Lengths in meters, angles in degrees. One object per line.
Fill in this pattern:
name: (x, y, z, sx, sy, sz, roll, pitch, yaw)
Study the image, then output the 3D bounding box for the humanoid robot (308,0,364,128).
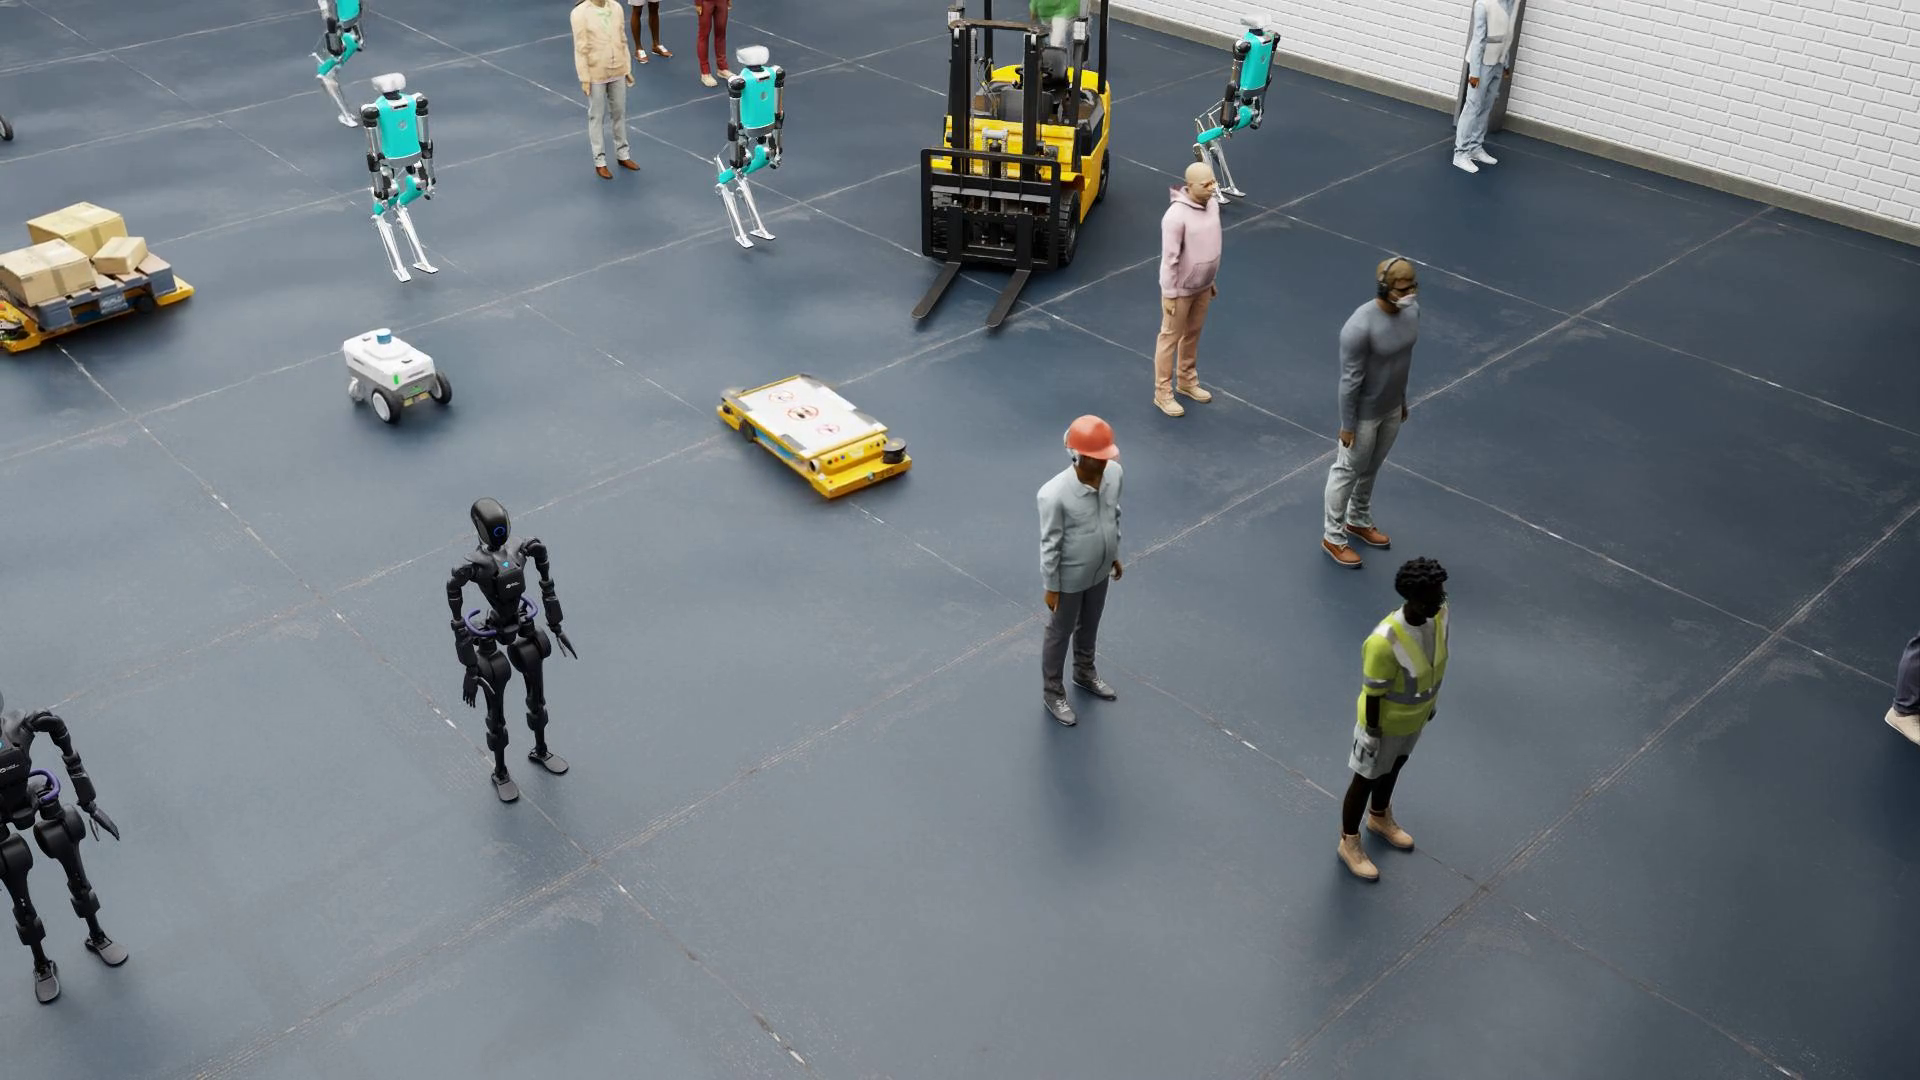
humanoid robot: (-6.183, -4.890, 16.366, 0.816, 1.800, 0.577, 7, 34, 10)

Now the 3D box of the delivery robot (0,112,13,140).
delivery robot: (-9.730, -4.163, 16.321, 0.778, 0.607, 0.523, 26, 41, 34)

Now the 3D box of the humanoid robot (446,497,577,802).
humanoid robot: (-2.179, 0.509, 8.087, 0.599, 1.657, 0.315, -27, 41, -35)

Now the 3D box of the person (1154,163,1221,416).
person: (1.560, -1.745, 11.466, 0.524, 1.783, 0.402, -27, 42, -35)

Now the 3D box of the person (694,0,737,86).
person: (-2.639, -5.735, 17.613, 0.468, 1.769, 0.378, -27, 42, -35)

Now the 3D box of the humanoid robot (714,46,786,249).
humanoid robot: (-1.798, -3.286, 13.755, 0.533, 1.677, 0.735, -27, 41, -35)

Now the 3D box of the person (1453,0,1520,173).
person: (4.903, -4.413, 15.442, 0.590, 1.922, 0.393, -27, 42, -35)

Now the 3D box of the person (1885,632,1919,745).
person: (5.120, 0.177, 8.437, 0.796, 1.867, 0.410, -27, 42, -35)

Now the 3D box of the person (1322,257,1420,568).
person: (2.441, -0.764, 9.819, 0.629, 1.939, 0.373, -27, 42, -35)

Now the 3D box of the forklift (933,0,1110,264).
forklift: (0.570, -3.725, 14.138, 1.214, 2.155, 2.313, 9, 34, 13)

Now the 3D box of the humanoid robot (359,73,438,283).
humanoid robot: (-4.493, -2.911, 13.179, 0.533, 1.677, 0.735, -27, 41, -35)

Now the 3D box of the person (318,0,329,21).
person: (-7.539, -7.139, 19.665, 0.573, 1.884, 0.356, -27, 42, -35)

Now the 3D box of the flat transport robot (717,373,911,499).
flat transport robot: (-1.012, -0.742, 11.313, 0.659, 0.231, 1.431, -23, 39, -31)

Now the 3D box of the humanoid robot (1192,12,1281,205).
humanoid robot: (2.347, -3.820, 14.576, 0.533, 1.677, 0.735, -27, 41, -35)

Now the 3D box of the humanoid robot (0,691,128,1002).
humanoid robot: (-3.910, 1.215, 7.000, 0.599, 1.659, 0.315, -27, 41, -35)

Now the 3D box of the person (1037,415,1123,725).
person: (0.636, 0.139, 8.594, 0.562, 1.755, 0.321, -27, 42, -35)

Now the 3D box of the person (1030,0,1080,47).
person: (1.007, -5.597, 17.432, 0.547, 1.742, 0.889, 14, 36, 21)

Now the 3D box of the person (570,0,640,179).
person: (-3.283, -4.303, 15.317, 0.554, 1.877, 0.410, -27, 42, -35)

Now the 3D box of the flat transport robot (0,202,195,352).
flat transport robot: (-6.865, -1.876, 13.056, 0.659, 0.231, 1.431, 27, 42, 35)

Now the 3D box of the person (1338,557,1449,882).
person: (2.005, 0.802, 7.630, 0.534, 1.696, 0.318, -27, 42, -35)

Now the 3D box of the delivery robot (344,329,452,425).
delivery robot: (-4.008, -1.182, 11.739, 0.778, 0.607, 0.523, 26, 41, 34)

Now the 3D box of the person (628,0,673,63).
person: (-3.489, -6.230, 18.296, 0.493, 1.854, 0.397, -27, 42, -35)
